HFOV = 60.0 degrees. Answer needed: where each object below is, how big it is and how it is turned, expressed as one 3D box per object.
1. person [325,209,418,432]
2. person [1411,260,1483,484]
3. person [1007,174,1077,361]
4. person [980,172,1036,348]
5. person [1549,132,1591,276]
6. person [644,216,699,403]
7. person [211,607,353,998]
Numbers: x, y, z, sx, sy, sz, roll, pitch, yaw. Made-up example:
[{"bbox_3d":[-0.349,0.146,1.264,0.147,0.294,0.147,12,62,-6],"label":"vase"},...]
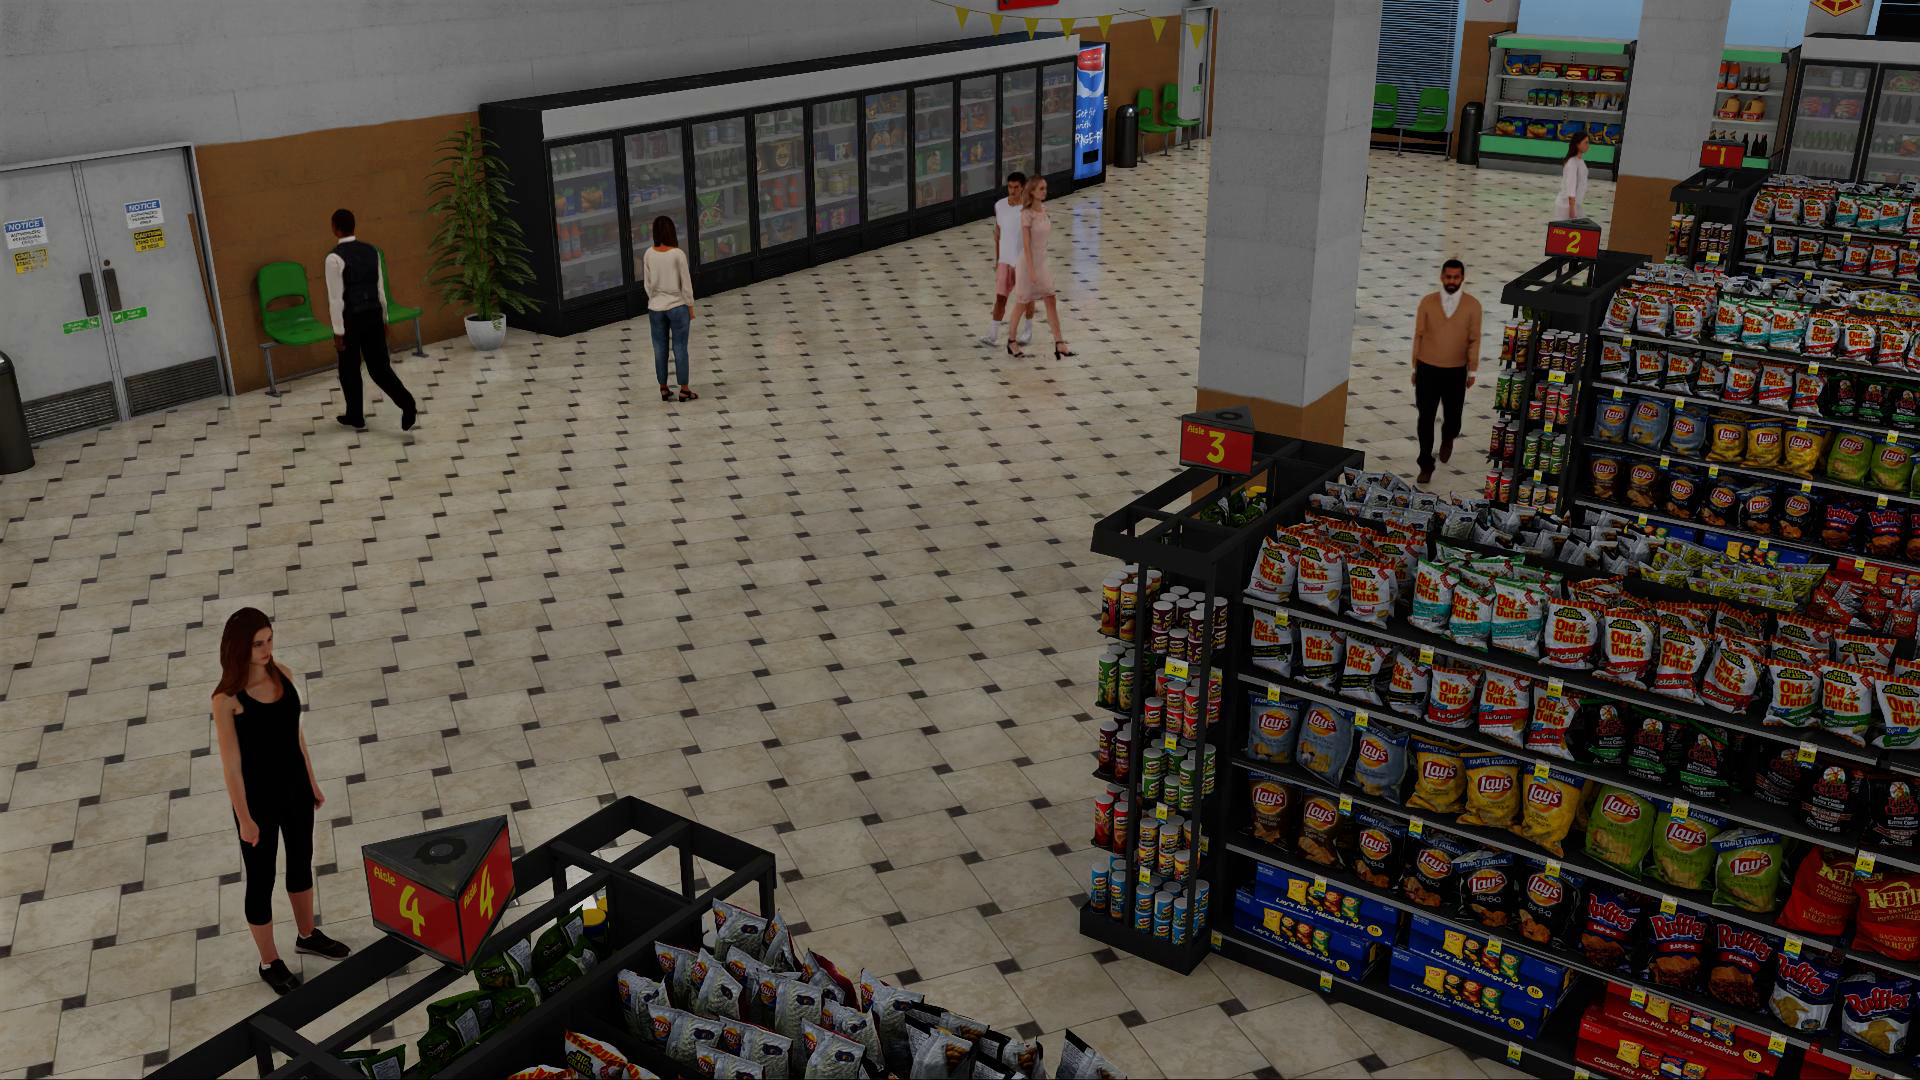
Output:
[{"bbox_3d":[-4.980,-1.800,13.960,1.152,1.890,0.715,16,27,34],"label":"person"},{"bbox_3d":[3.779,-1.334,13.004,0.958,1.739,0.873,8,23,18],"label":"person"},{"bbox_3d":[0.616,-2.620,16.124,1.019,1.798,0.634,18,28,37],"label":"person"},{"bbox_3d":[0.615,-2.806,16.663,1.023,1.742,0.826,11,24,25],"label":"person"},{"bbox_3d":[7.125,-3.972,19.648,0.620,1.680,0.646,11,24,26],"label":"person"},{"bbox_3d":[-2.610,-2.073,14.919,0.564,1.683,0.728,8,23,19],"label":"person"},{"bbox_3d":[-2.906,1.078,7.022,0.561,1.723,0.604,10,24,23],"label":"person"}]
